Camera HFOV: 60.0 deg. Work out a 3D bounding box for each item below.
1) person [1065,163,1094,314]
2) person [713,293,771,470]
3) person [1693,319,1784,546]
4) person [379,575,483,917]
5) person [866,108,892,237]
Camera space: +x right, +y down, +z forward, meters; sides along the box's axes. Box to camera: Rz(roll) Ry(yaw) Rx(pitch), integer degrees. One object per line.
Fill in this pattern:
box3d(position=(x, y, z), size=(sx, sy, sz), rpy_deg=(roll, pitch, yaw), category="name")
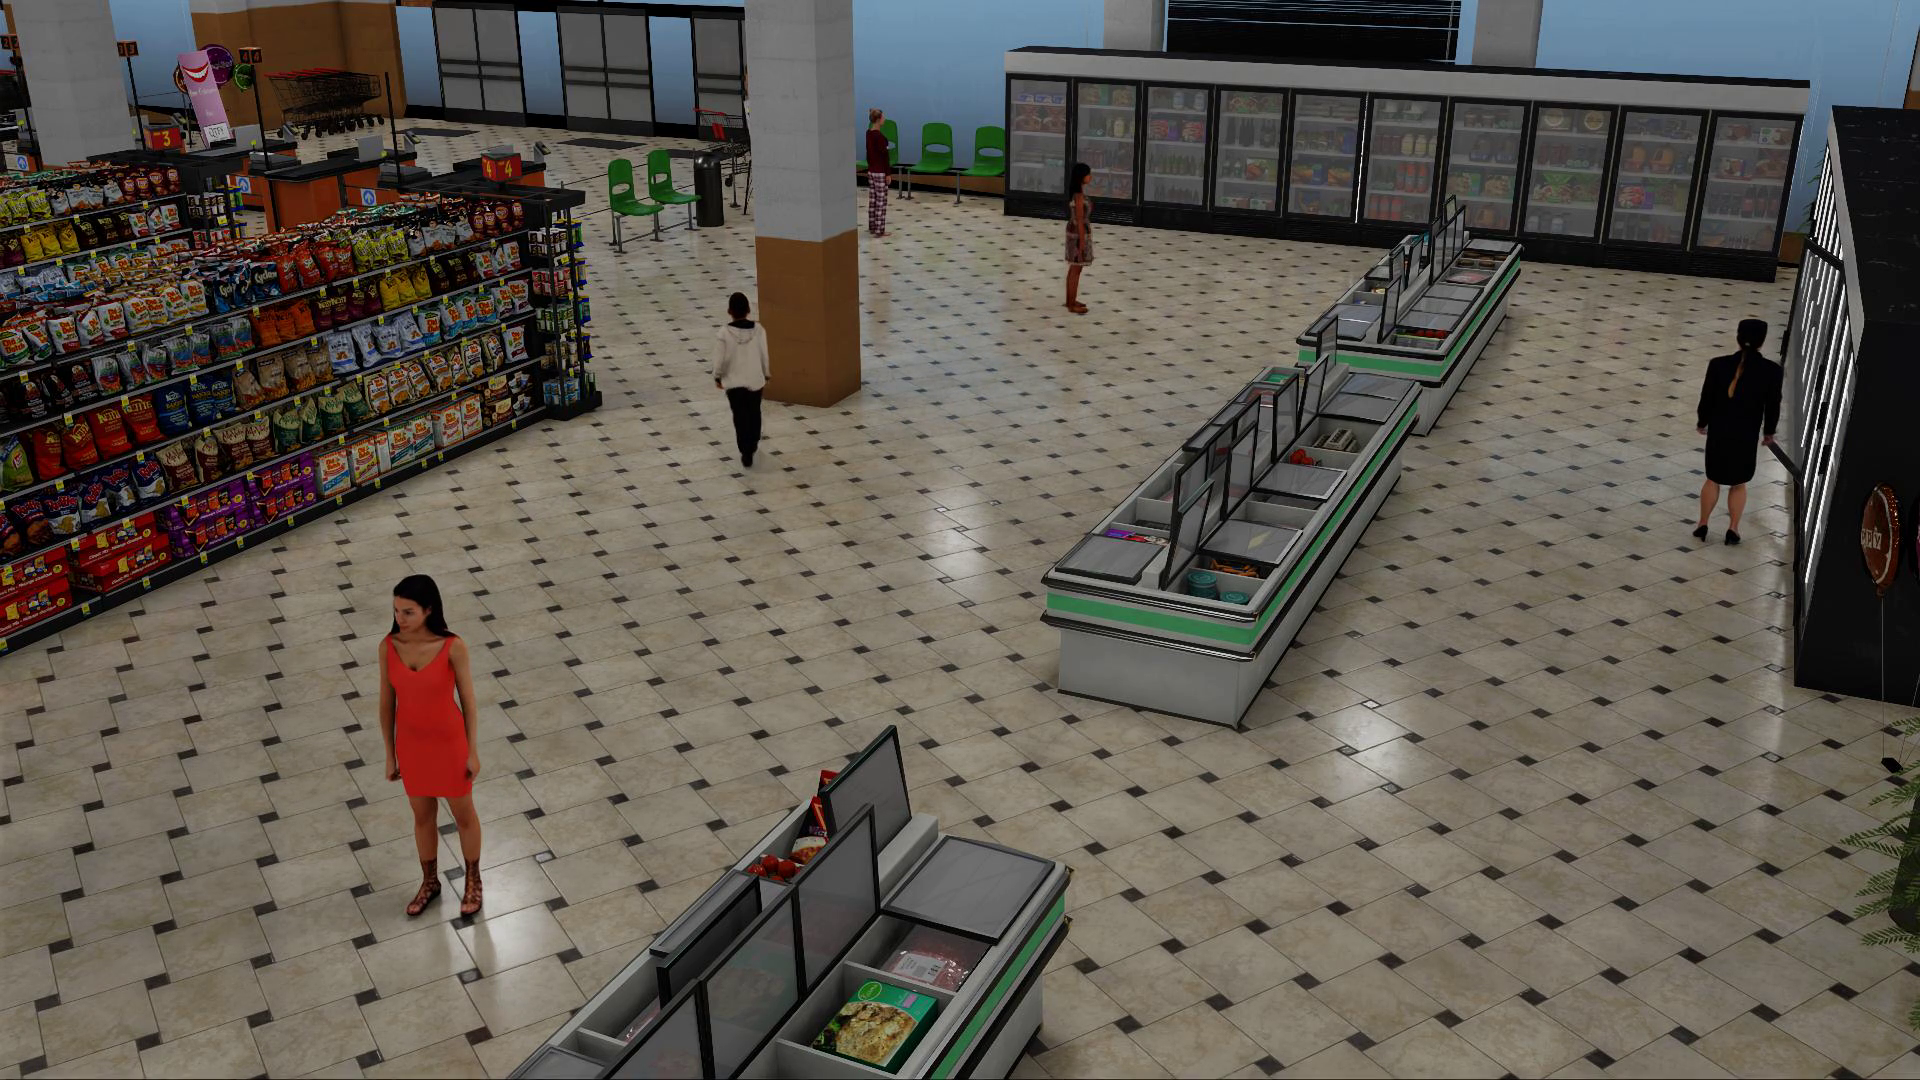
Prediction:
box3d(position=(1.321, -3.404, 18.691), size=(0.783, 1.644, 0.634), rpy_deg=(-1, 22, -1), category="person")
box3d(position=(-1.770, -1.287, 13.702), size=(0.882, 1.435, 0.955), rpy_deg=(-6, 23, -15), category="person")
box3d(position=(5.632, -0.776, 12.115), size=(0.701, 1.671, 0.621), rpy_deg=(11, 24, 26), category="person")
box3d(position=(-2.447, 0.956, 7.742), size=(0.659, 1.718, 0.645), rpy_deg=(0, 22, 0), category="person")
box3d(position=(-1.112, -5.011, 22.616), size=(0.684, 1.699, 0.692), rpy_deg=(-14, 26, -31), category="person")
